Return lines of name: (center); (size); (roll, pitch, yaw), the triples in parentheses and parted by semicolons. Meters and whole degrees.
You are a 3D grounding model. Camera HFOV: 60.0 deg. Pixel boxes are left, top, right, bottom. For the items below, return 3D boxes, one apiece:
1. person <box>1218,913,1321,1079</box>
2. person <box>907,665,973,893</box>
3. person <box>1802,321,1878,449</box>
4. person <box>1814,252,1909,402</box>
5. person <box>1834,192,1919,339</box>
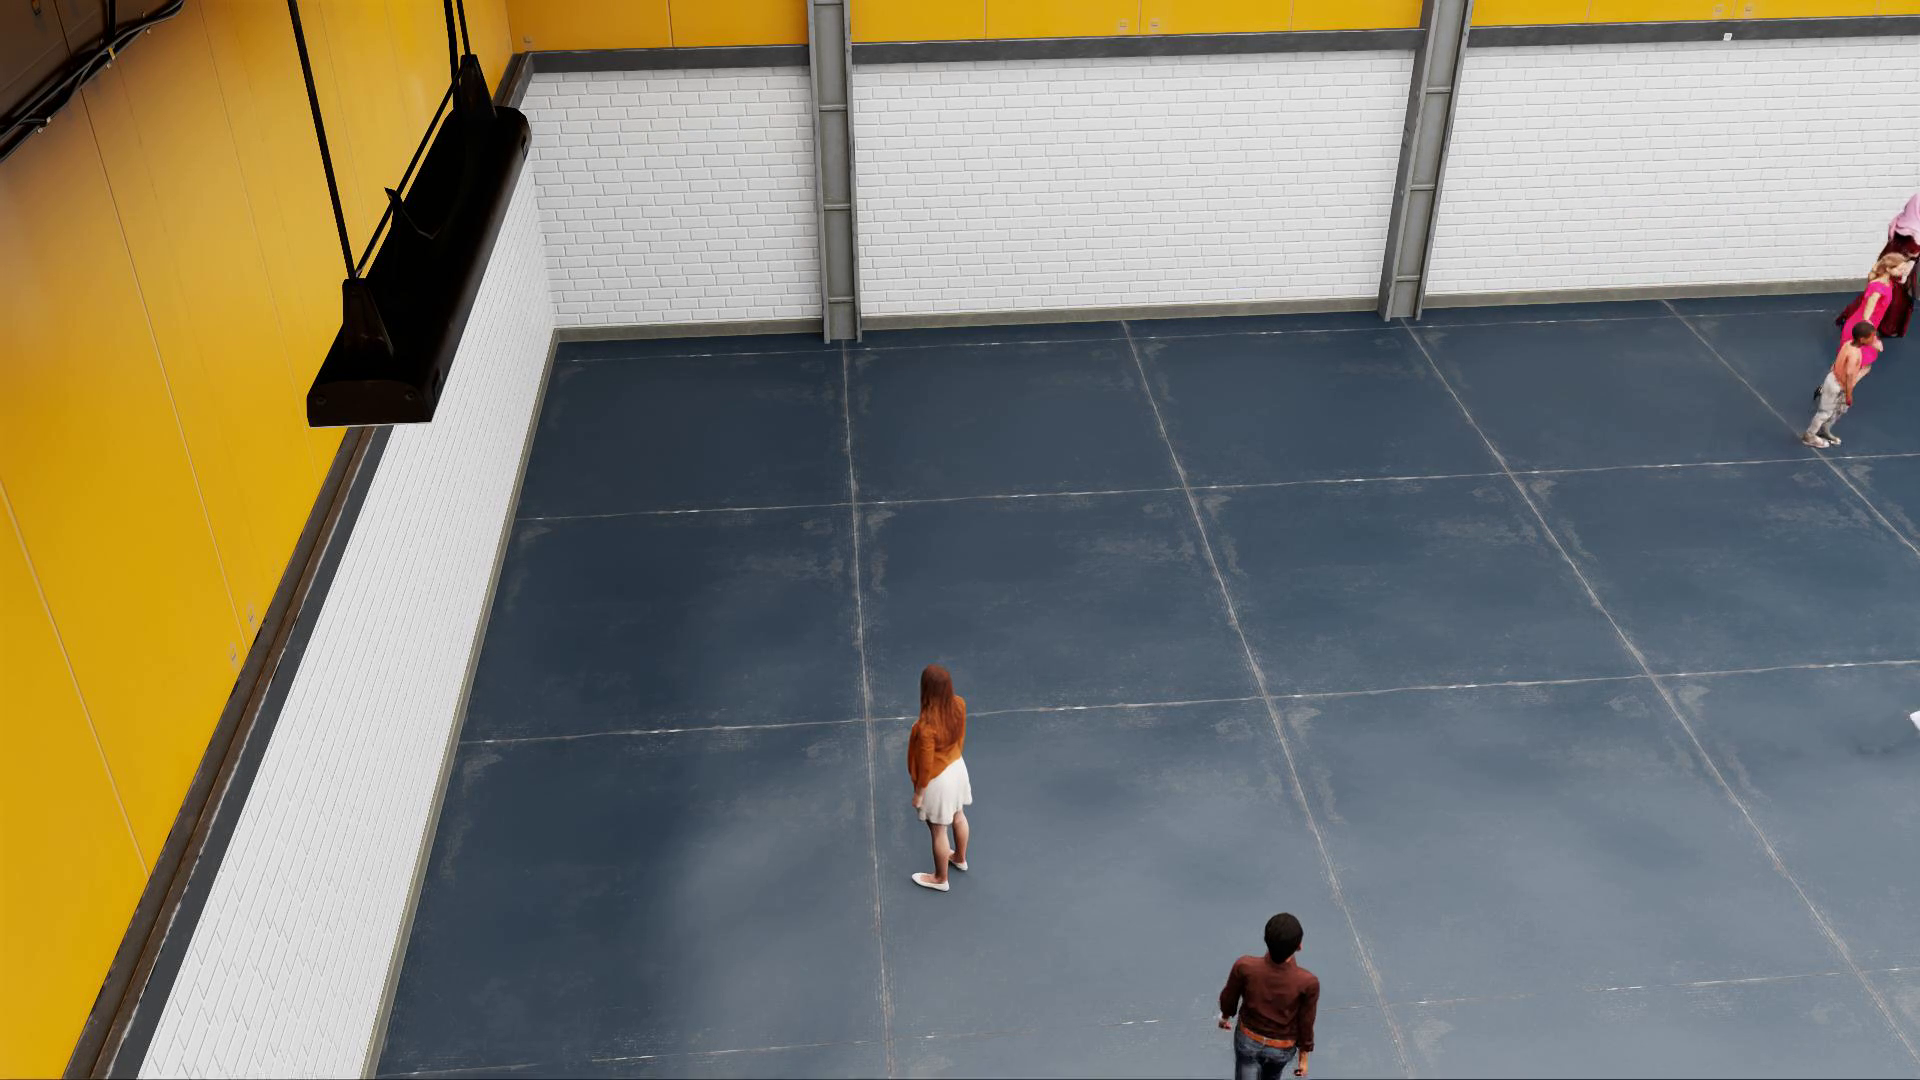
person: (1.572, 2.696, 8.675); (1.168, 1.736, 1.000); (10, 35, 14)
person: (-0.108, 1.496, 10.493); (0.765, 1.723, 0.717); (22, 39, 29)
person: (8.007, -1.439, 15.293); (0.662, 1.296, 0.613); (14, 36, 19)
person: (8.430, -1.941, 15.693); (0.847, 1.691, 0.784); (16, 37, 22)
person: (9.518, -2.777, 17.021); (0.988, 1.612, 0.685); (-6, 34, -8)
